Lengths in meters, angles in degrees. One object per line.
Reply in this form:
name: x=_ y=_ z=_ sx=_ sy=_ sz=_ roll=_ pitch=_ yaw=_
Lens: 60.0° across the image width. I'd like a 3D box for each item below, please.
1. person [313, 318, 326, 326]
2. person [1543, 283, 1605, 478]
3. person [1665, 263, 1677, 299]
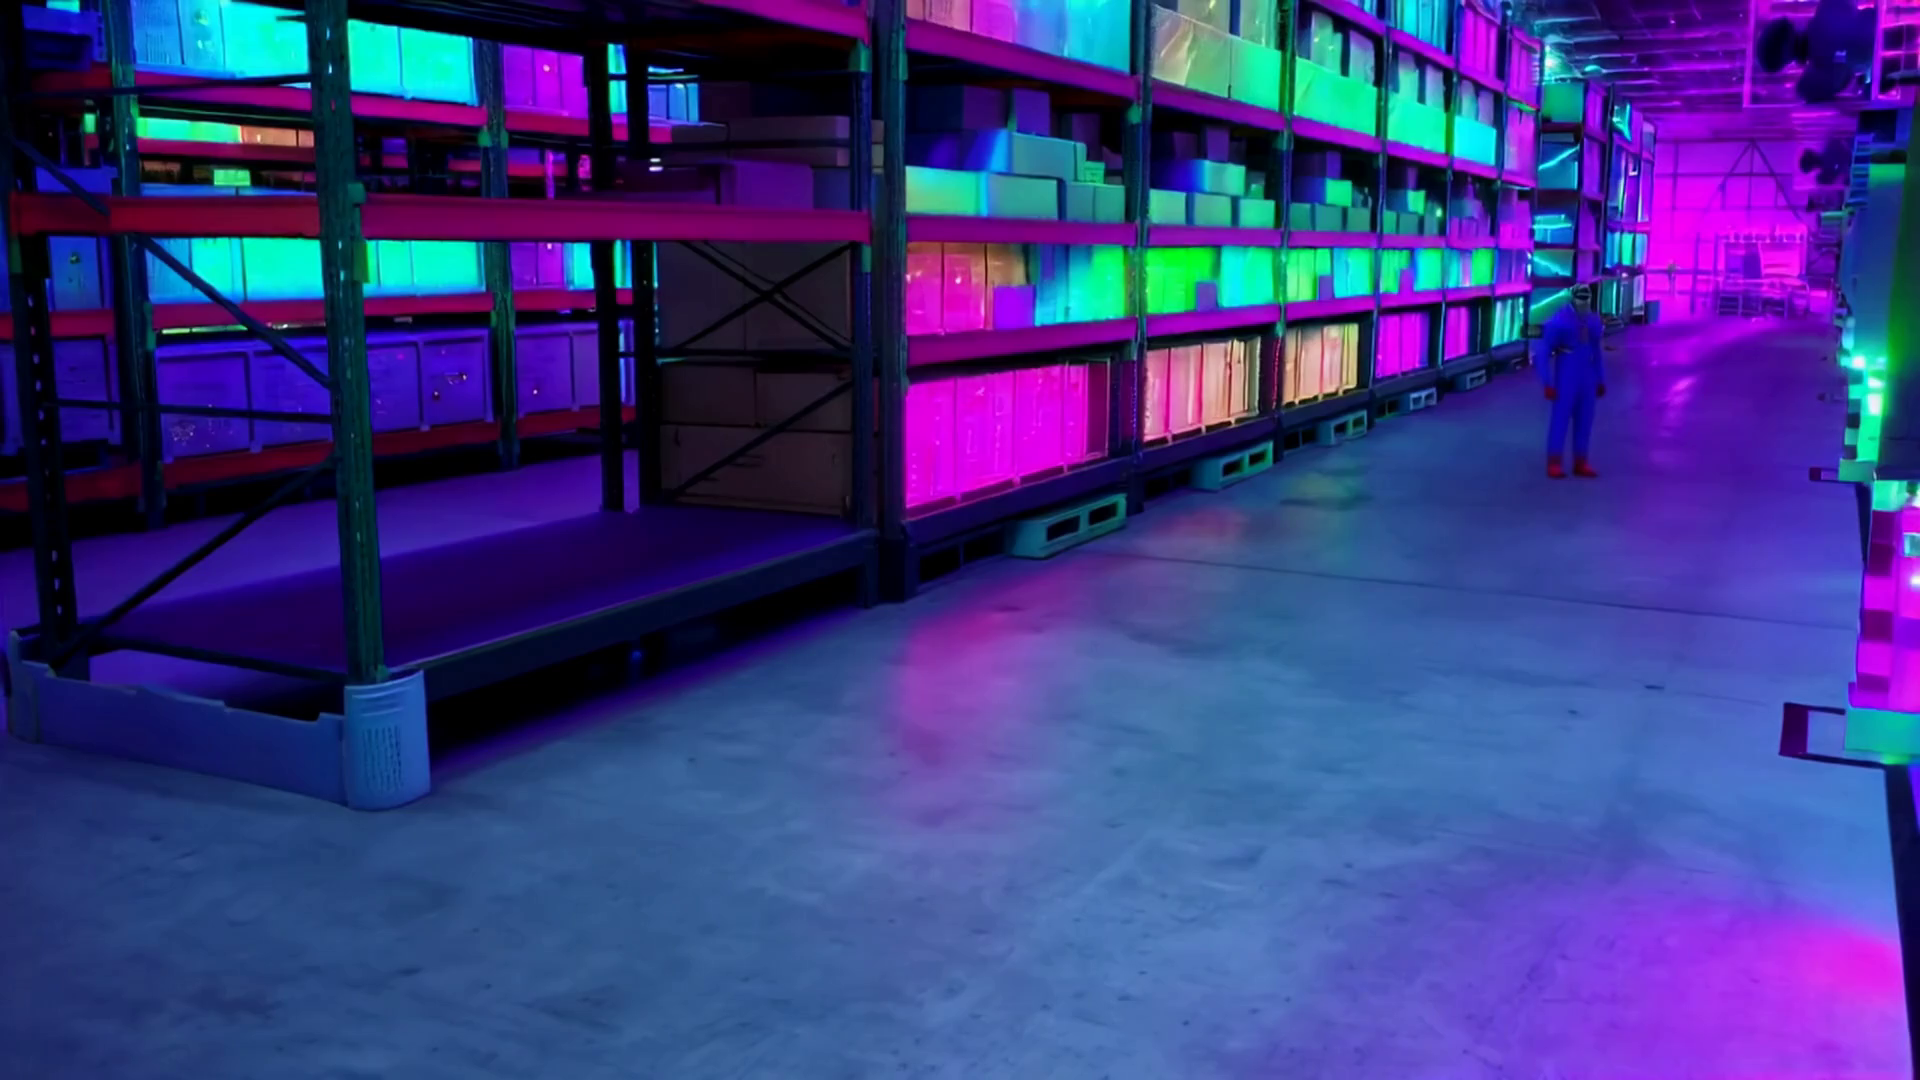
person: x=-7.317 y=-2.131 z=19.551 sx=0.557 sy=1.892 sz=1.007 roll=4 pitch=11 yaw=21
person: x=5.961 y=-1.540 z=16.127 sx=0.652 sy=1.894 sz=0.400 roll=-3 pitch=10 yaw=-16
person: x=33.870 y=-12.334 z=79.199 sx=0.536 sy=1.690 sz=0.319 roll=-5 pitch=11 yaw=-25
